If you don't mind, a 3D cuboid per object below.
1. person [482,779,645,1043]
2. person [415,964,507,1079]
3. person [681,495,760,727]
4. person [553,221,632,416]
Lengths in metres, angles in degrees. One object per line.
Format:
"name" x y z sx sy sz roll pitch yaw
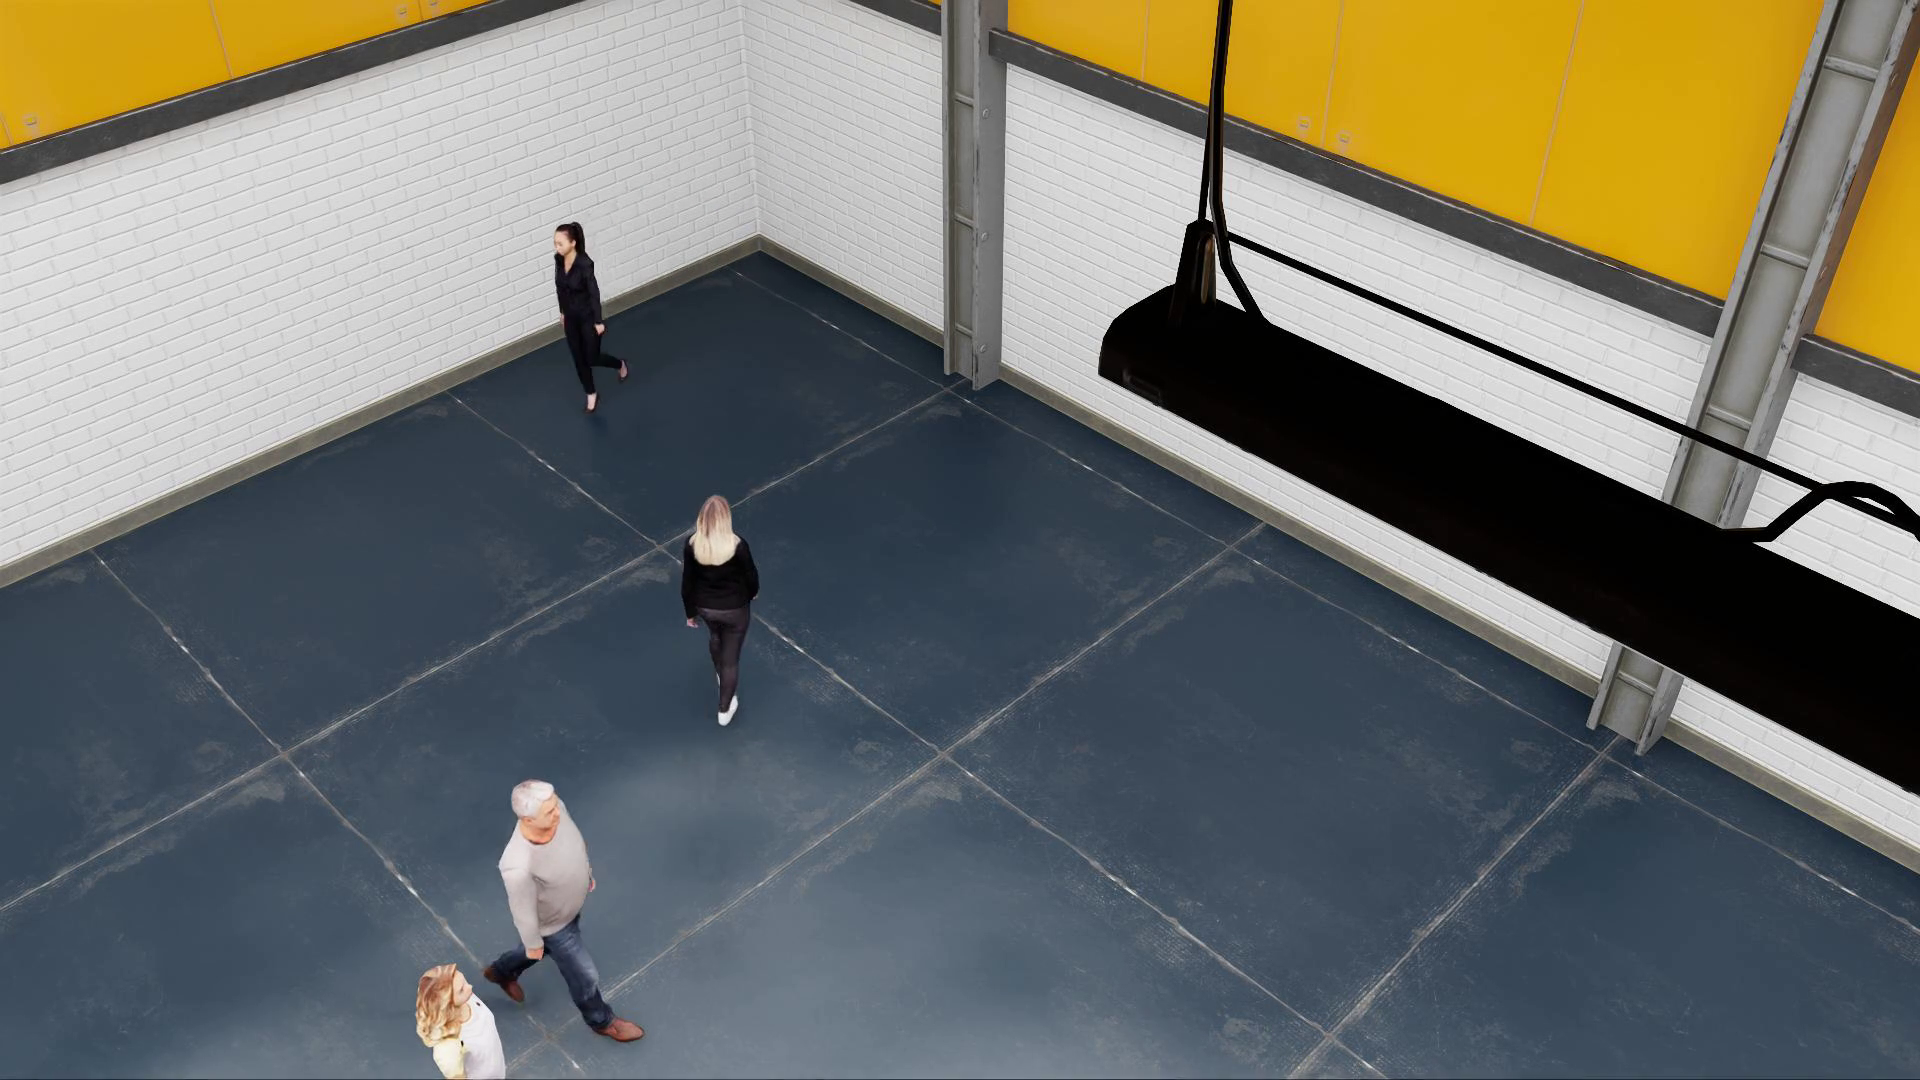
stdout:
"person" -2.167 1.886 8.541 1.274 1.888 1.144 5 39 6
"person" -2.284 2.566 7.822 0.773 1.723 0.657 -9 40 -12
"person" -1.511 0.506 10.447 0.864 1.666 0.897 4 39 5
"person" -2.962 -1.791 13.297 0.743 1.699 0.710 24 44 27
